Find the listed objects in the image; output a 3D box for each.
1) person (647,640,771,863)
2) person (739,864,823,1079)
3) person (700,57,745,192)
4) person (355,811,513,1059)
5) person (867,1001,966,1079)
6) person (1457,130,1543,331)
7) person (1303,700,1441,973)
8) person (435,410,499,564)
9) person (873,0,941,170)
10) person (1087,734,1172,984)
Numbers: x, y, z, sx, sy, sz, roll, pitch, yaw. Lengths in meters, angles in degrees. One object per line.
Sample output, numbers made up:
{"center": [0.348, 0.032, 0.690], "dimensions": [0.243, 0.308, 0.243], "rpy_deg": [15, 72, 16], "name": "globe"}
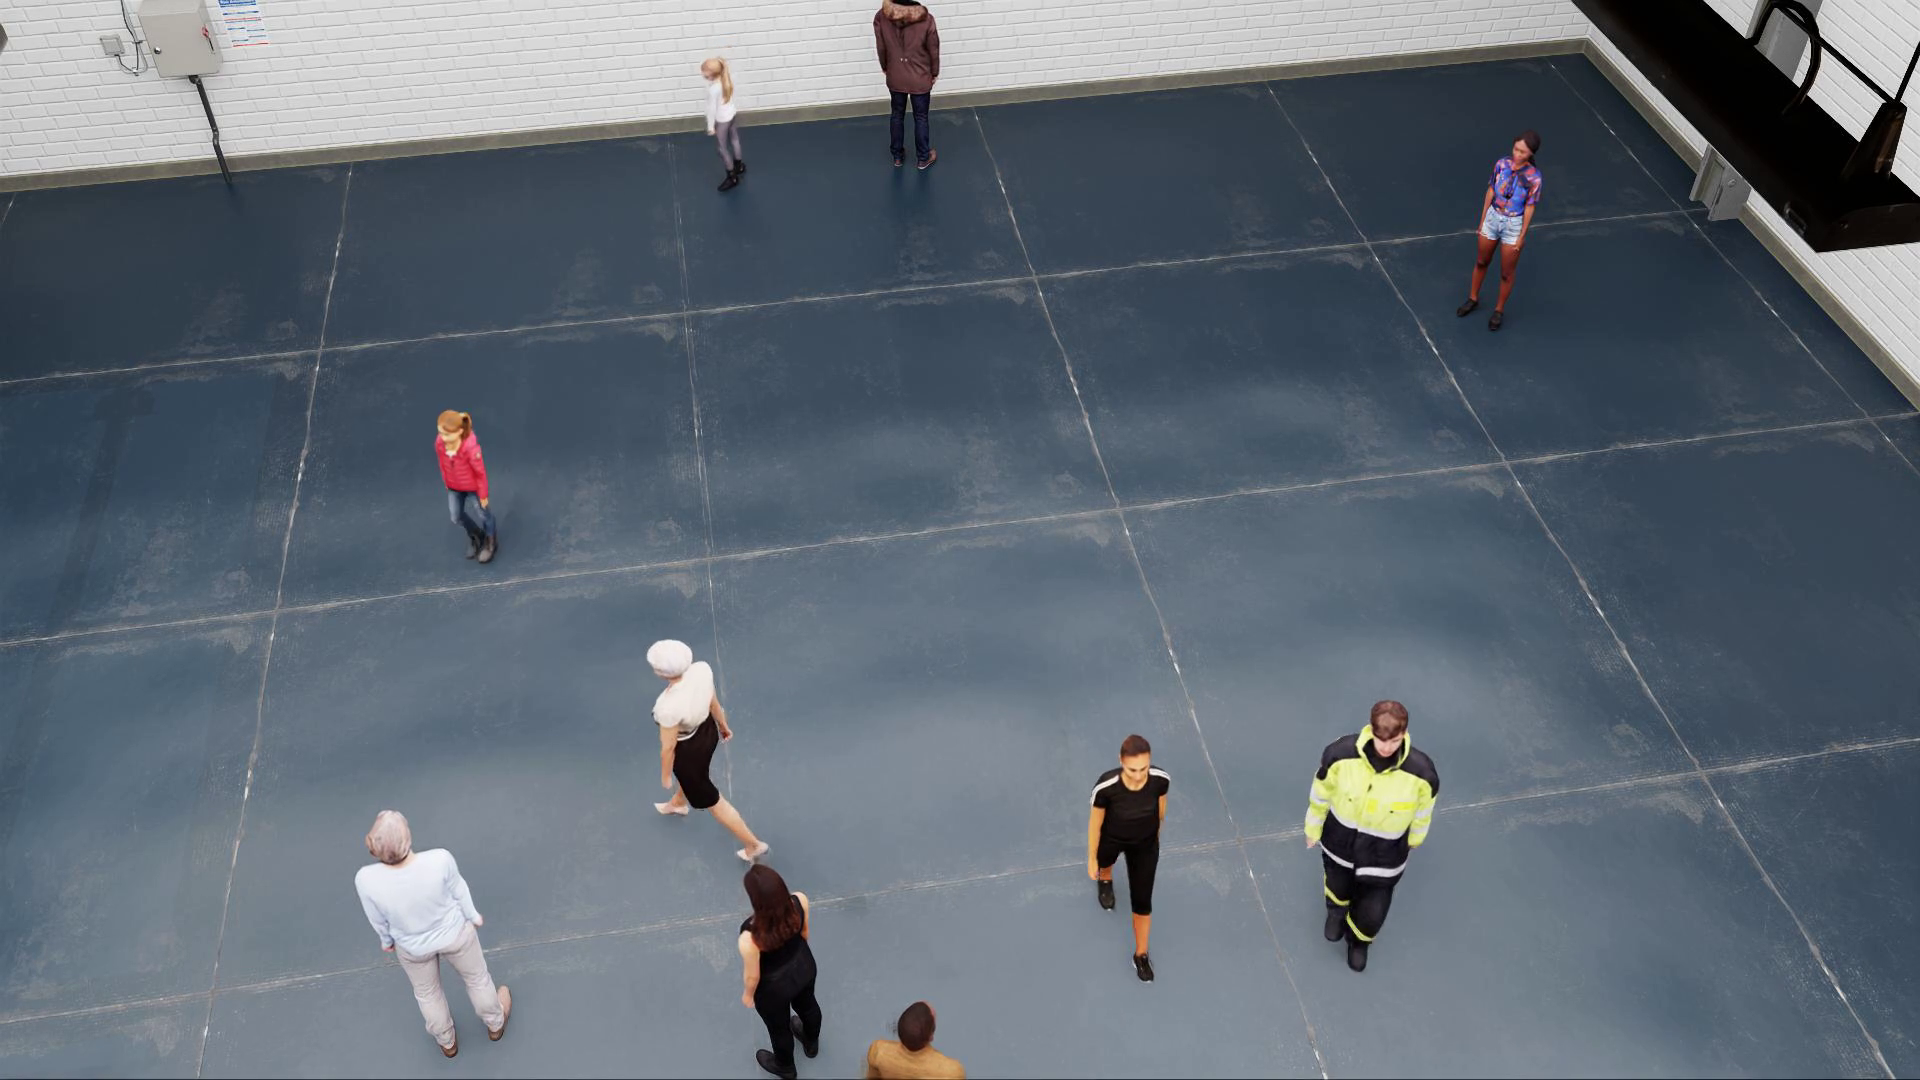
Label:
{"center": [-1.414, 1.242, 9.396], "dimensions": [1.074, 1.705, 1.121], "rpy_deg": [16, 46, 17], "name": "person"}
{"center": [-0.903, 2.194, 8.409], "dimensions": [0.724, 1.687, 0.684], "rpy_deg": [33, 53, 30], "name": "person"}
{"center": [-2.101, -3.830, 15.046], "dimensions": [0.773, 1.255, 0.621], "rpy_deg": [25, 49, 24], "name": "person"}
{"center": [-2.684, 2.004, 8.460], "dimensions": [0.686, 1.894, 0.609], "rpy_deg": [-12, 45, -12], "name": "person"}
{"center": [-0.213, 2.711, 7.774], "dimensions": [0.708, 1.815, 0.682], "rpy_deg": [11, 45, 11], "name": "person"}
{"center": [4.353, -2.494, 13.291], "dimensions": [0.649, 1.741, 0.728], "rpy_deg": [31, 52, 29], "name": "person"}
{"center": [2.207, 1.482, 8.953], "dimensions": [0.939, 1.969, 0.949], "rpy_deg": [14, 45, 14], "name": "person"}
{"center": [-3.347, -0.412, 11.418], "dimensions": [0.613, 1.310, 0.637], "rpy_deg": [13, 45, 13], "name": "person"}
{"center": [-0.463, -4.230, 15.036], "dimensions": [0.864, 1.848, 0.850], "rpy_deg": [10, 45, 11], "name": "person"}
{"center": [0.880, 1.566, 9.110], "dimensions": [0.662, 1.631, 1.077], "rpy_deg": [-4, 44, -4], "name": "person"}
